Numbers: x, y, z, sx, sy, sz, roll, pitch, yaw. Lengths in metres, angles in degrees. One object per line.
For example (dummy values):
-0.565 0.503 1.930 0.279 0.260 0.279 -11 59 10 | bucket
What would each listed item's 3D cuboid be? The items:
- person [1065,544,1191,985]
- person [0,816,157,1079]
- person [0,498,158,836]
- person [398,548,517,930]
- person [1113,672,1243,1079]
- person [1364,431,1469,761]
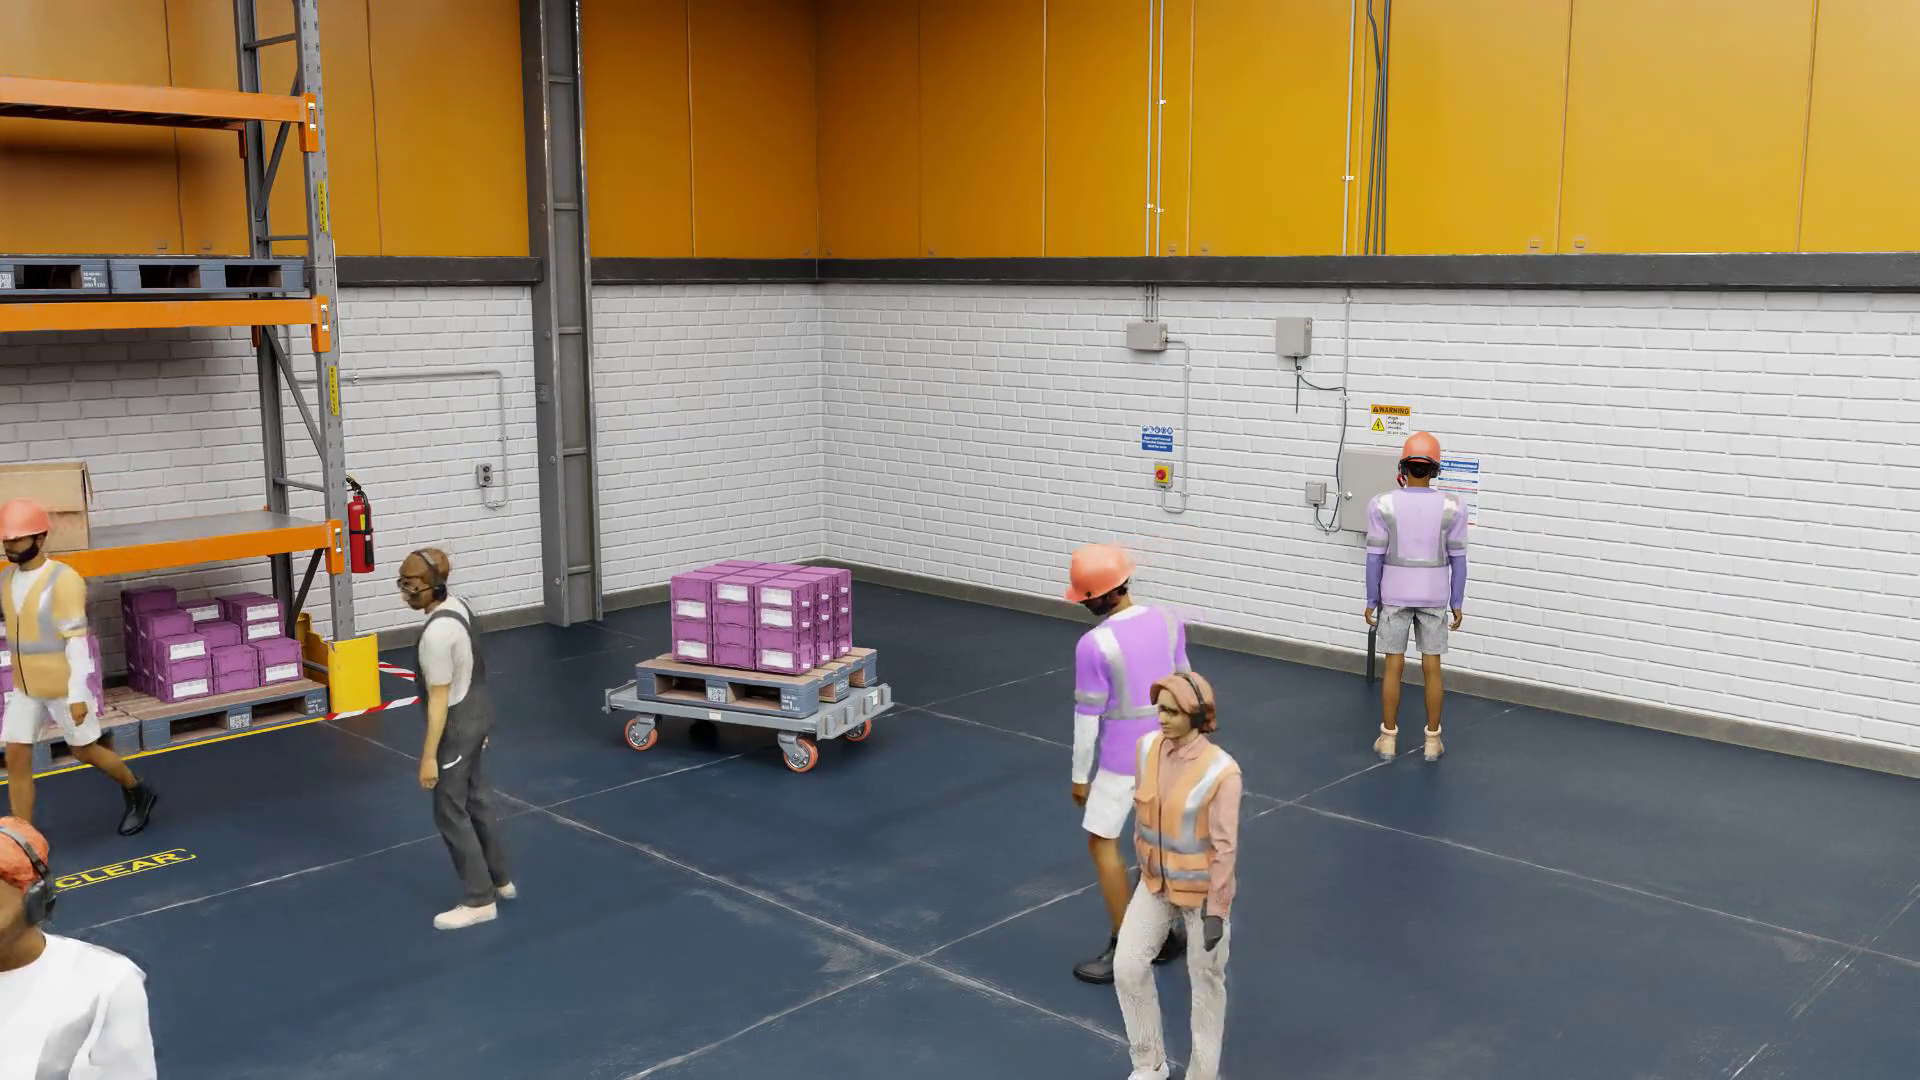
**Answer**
0.771 0.939 7.178 0.676 1.886 0.373 -5 11 -30 | person
-2.111 1.530 3.639 0.590 1.838 0.935 2 9 10 | person
-4.632 0.702 8.582 0.559 1.904 0.955 3 10 20 | person
-2.326 0.894 7.686 0.392 1.800 0.682 -1 9 -4 | person
0.744 1.267 5.903 0.524 1.617 0.547 -7 12 -38 | person
2.804 0.350 10.272 0.610 2.043 0.375 2 9 11 | person
